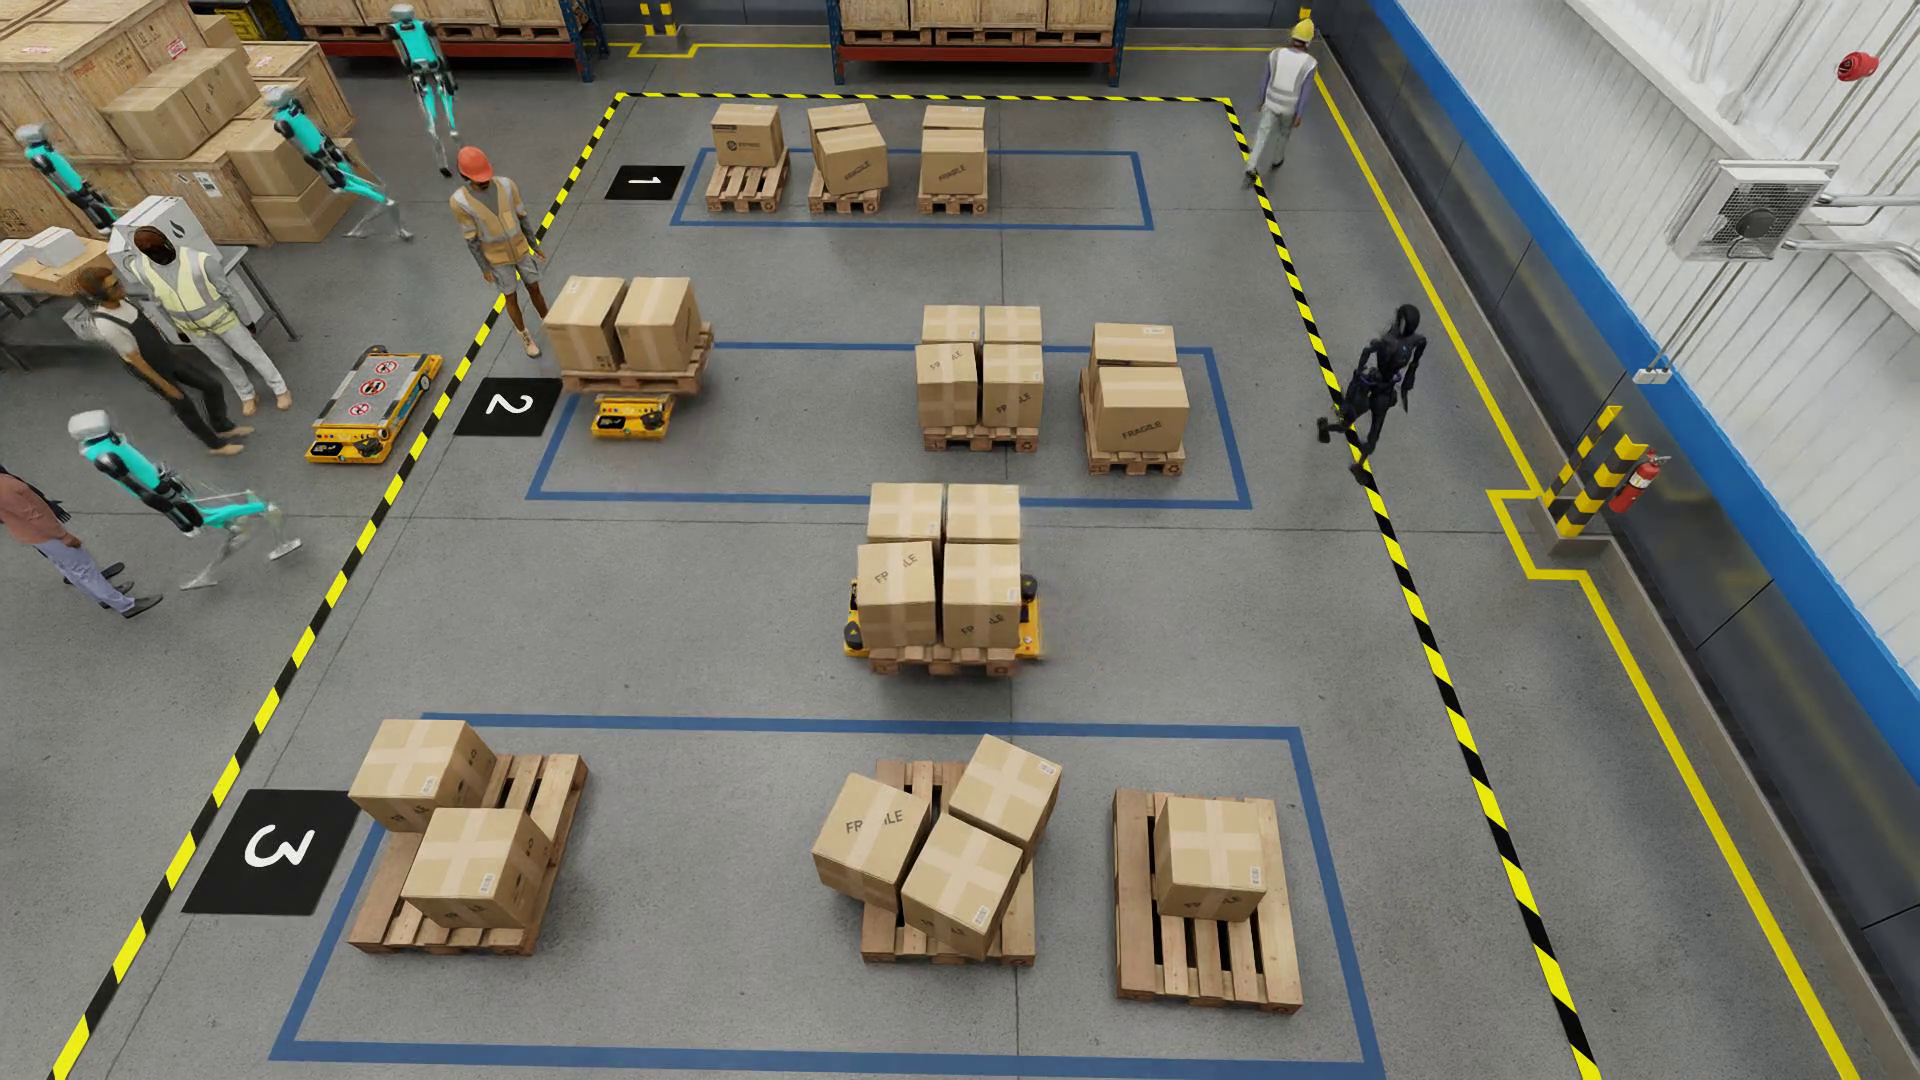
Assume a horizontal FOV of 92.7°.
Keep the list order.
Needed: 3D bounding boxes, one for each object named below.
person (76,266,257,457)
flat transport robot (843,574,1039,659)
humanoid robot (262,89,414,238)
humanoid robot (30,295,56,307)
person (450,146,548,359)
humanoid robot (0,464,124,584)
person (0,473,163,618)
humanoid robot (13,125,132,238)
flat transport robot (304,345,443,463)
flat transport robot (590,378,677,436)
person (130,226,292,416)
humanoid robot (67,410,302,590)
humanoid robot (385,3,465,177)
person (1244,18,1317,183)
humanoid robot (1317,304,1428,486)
[{"bbox_3d":[-6.499,-1.394,7.525,0.467,1.831,0.568,-10,51,-9],"label":"person"},{"bbox_3d":[-0.130,0.555,6.880,1.431,0.197,0.652,1,50,1],"label":"flat transport robot"},{"bbox_3d":[-6.416,-3.915,9.718,0.951,1.714,0.580,-7,50,-6],"label":"humanoid robot"},{"bbox_3d":[-9.891,-2.968,8.965,0.804,1.822,0.570,-21,53,-17],"label":"humanoid robot"},{"bbox_3d":[-4.142,-2.627,8.435,0.386,2.035,0.604,36,58,26],"label":"person"},{"bbox_3d":[-6.919,-0.288,6.678,0.599,1.657,0.315,10,50,8],"label":"humanoid robot"},{"bbox_3d":[-6.451,-0.090,6.467,0.523,1.759,0.324,20,53,16],"label":"person"},{"bbox_3d":[-8.503,-3.337,9.228,0.976,1.737,0.542,-27,55,-21],"label":"humanoid robot"},{"bbox_3d":[-5.383,-1.269,8.441,0.659,0.231,1.431,1,50,1],"label":"flat transport robot"},{"bbox_3d":[-2.976,-1.540,8.651,0.652,0.197,1.431,1,50,1],"label":"flat transport robot"},{"bbox_3d":[-6.470,-1.878,7.935,0.631,1.834,0.429,-12,51,-10],"label":"person"},{"bbox_3d":[-5.543,-0.321,6.694,1.049,1.740,0.546,-34,58,-25],"label":"humanoid robot"},{"bbox_3d":[-6.287,-5.233,10.871,0.547,1.819,0.890,-6,50,-5],"label":"humanoid robot"},{"bbox_3d":[3.732,-5.076,10.664,0.599,1.795,0.884,28,55,22],"label":"person"},{"bbox_3d":[3.397,-1.255,7.522,0.590,1.637,0.694,-8,50,-6],"label":"humanoid robot"}]
